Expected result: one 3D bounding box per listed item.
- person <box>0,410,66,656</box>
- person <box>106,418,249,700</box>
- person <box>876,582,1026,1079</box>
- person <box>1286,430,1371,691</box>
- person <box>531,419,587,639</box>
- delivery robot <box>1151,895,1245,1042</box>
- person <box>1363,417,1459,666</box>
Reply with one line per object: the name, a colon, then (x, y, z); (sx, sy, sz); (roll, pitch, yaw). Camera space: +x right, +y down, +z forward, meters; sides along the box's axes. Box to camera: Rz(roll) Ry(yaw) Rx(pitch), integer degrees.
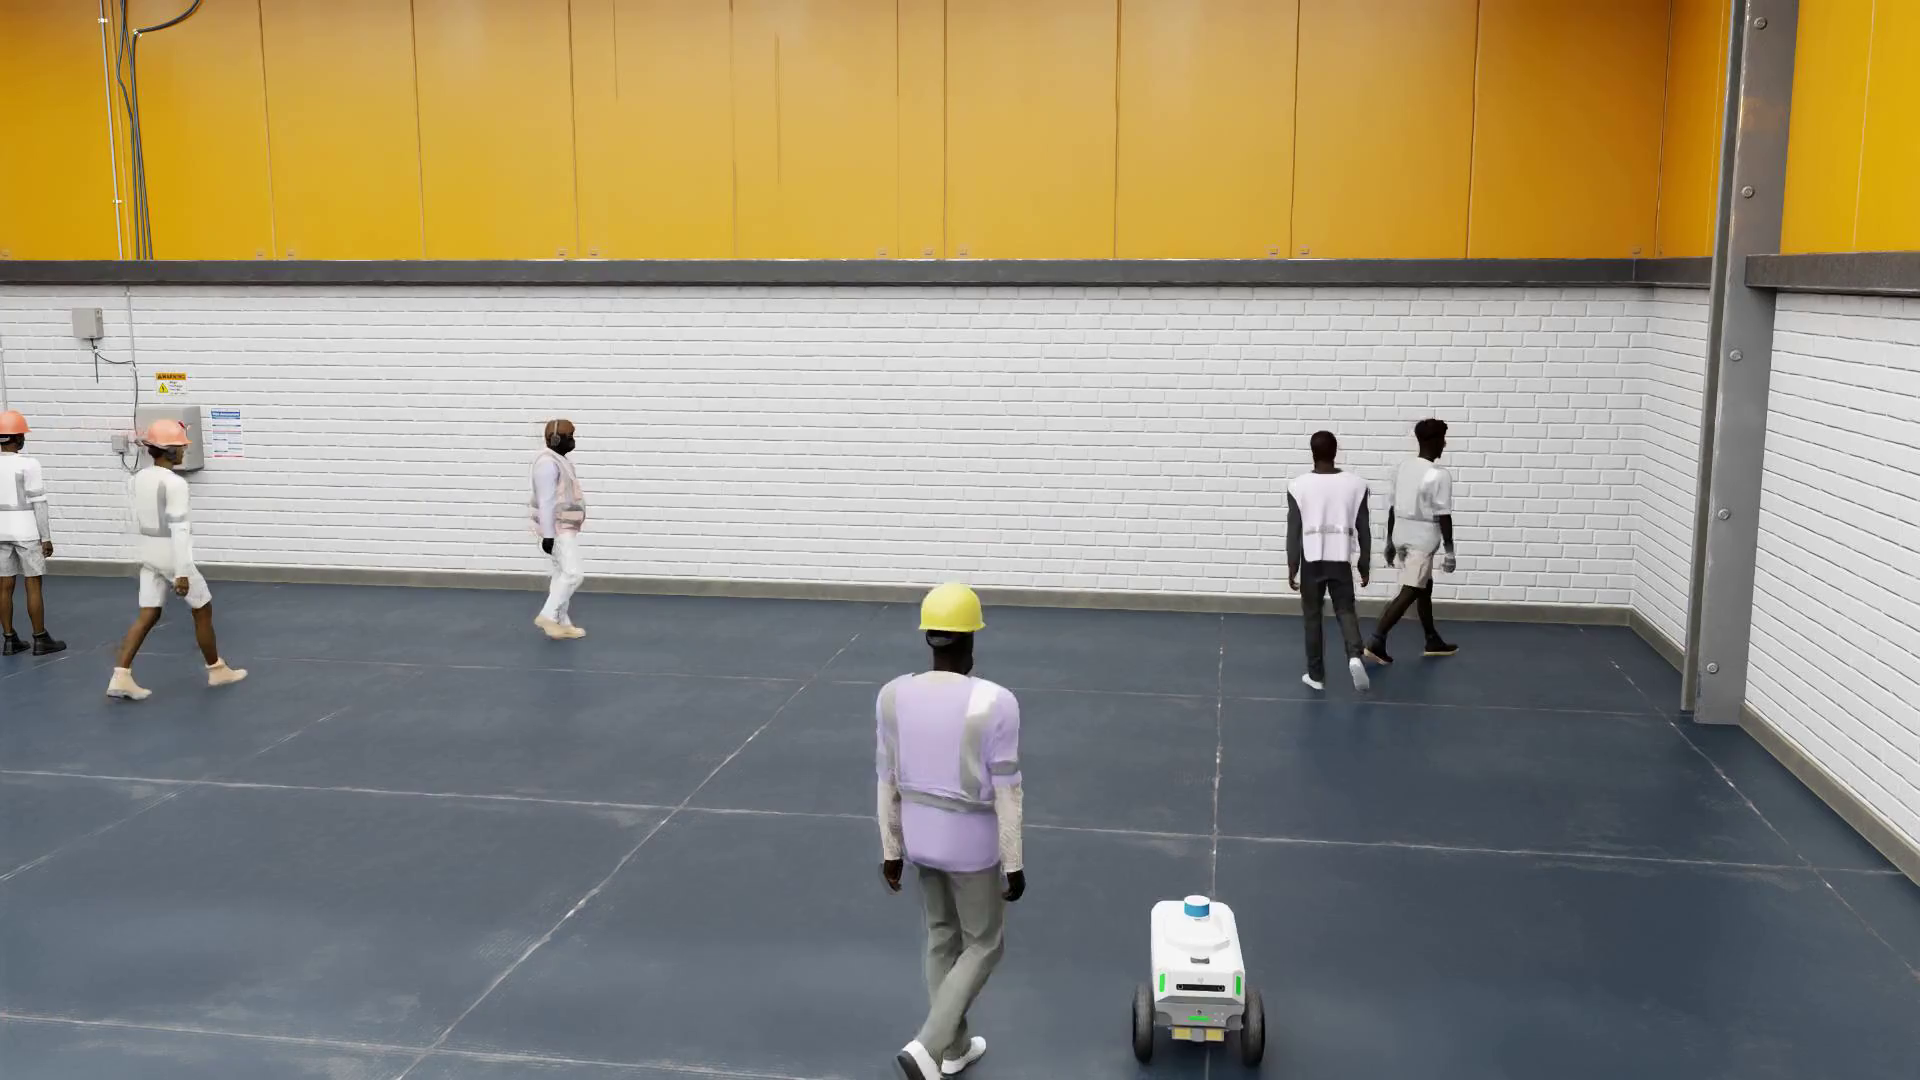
person: (-7.419, -0.049, 13.112); (0.542, 1.939, 0.366); (1, 9, 6)
person: (-5.657, 0.133, 11.829); (0.621, 1.999, 1.025); (6, 11, 33)
person: (-0.063, 1.107, 6.056); (0.593, 1.909, 0.635); (6, 11, 32)
person: (2.653, 0.174, 11.895); (0.616, 1.894, 0.670); (-1, 9, -4)
person: (-3.270, -0.080, 13.638); (0.446, 1.828, 0.658); (0, 9, -3)
delivery robot: (0.933, 1.653, 6.585); (0.477, 0.478, 0.707); (1, 9, 5)
person: (3.503, 0.005, 12.837); (0.989, 1.922, 0.614); (-4, 10, -22)
